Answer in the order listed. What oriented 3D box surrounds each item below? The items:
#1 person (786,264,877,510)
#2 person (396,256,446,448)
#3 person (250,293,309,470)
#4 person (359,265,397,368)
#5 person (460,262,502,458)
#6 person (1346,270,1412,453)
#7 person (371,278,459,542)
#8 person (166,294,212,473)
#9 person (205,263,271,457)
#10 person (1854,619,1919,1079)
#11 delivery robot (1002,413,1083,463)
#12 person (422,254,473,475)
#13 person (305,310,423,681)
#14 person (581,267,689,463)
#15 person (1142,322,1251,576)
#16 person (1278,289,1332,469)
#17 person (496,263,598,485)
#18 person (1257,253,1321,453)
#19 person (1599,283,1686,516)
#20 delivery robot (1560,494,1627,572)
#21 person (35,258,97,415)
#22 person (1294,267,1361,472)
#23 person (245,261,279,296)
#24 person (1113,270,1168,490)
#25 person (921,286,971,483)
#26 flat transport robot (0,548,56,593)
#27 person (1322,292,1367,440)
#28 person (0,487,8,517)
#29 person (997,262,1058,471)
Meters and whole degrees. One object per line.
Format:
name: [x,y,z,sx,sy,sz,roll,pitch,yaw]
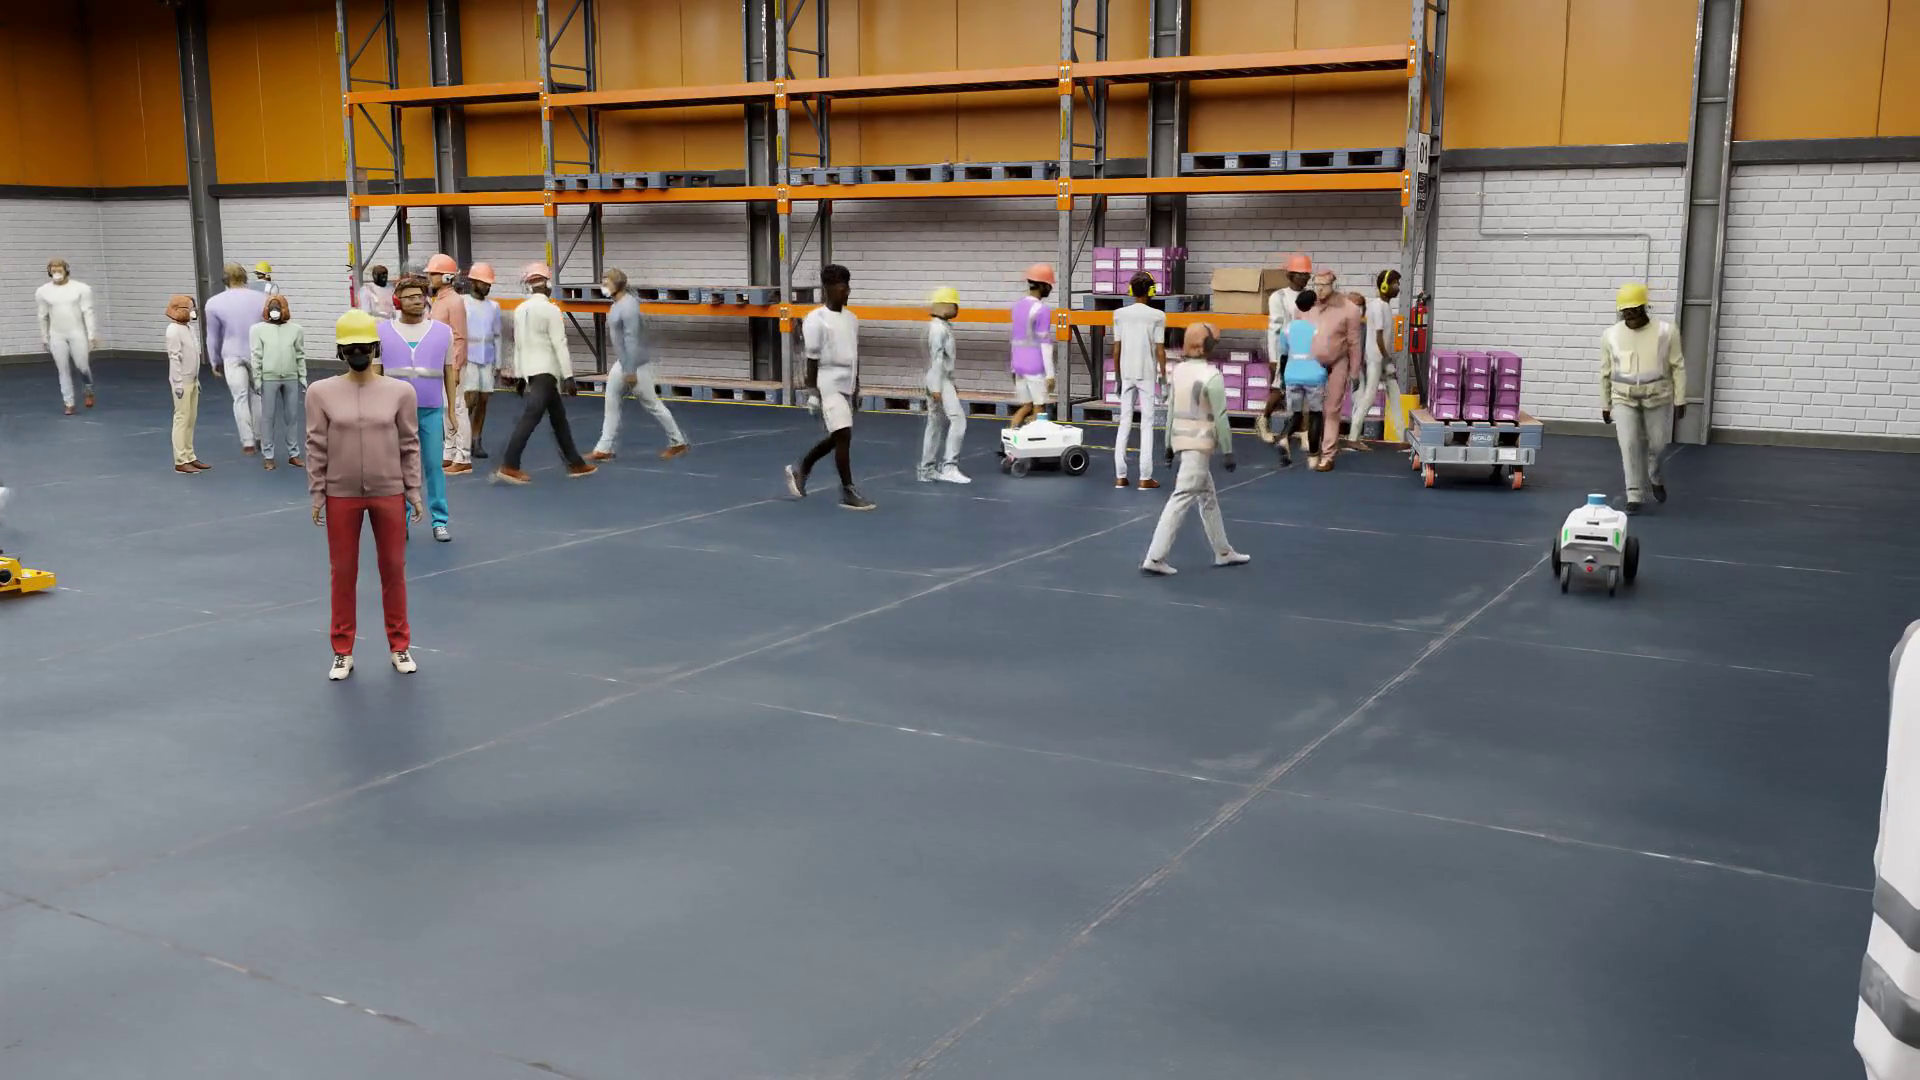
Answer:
person: [-1.046,-1.220,13.213,0.876,1.940,0.607,6,12,31]
person: [-5.559,-1.926,16.899,1.018,2.000,0.760,-2,10,-9]
person: [-6.341,-1.479,15.521,0.500,1.632,0.286,-8,13,-39]
person: [-8.417,-3.076,24.090,0.910,1.809,0.635,7,12,36]
person: [-4.695,-1.744,16.224,0.425,1.912,0.579,9,13,41]
person: [4.278,-1.766,16.602,0.844,1.832,0.529,5,11,28]
person: [-3.808,-0.896,11.621,0.569,1.843,0.378,-4,11,-20]
person: [-7.099,-1.434,15.266,0.266,1.631,0.507,-1,10,-6]
person: [-7.184,-1.807,16.639,0.641,1.891,0.985,-5,11,-28]
person: [1.400,0.744,2.227,0.355,1.883,0.574,2,10,9]
delivery robot: [0.743,-0.907,15.071,0.707,0.478,0.477,-4,11,-20]
person: [-4.665,-1.592,15.133,0.375,1.997,0.612,-7,12,-35]
person: [-2.848,-0.214,7.982,0.523,1.769,0.315,-4,11,-21]
person: [-3.117,-1.679,15.993,1.054,1.878,0.652,-5,11,-26]
person: [1.496,-0.574,10.504,0.855,1.592,0.533,-4,11,-23]
person: [3.172,-1.470,15.374,0.548,1.675,0.524,7,12,36]
person: [-3.701,-1.468,14.649,1.042,1.930,0.656,-9,14,-43]
person: [3.371,-1.916,16.952,0.619,2.011,0.962,-4,11,-21]
person: [5.313,-1.101,12.969,0.644,1.788,0.715,5,11,27]
delivery robot: [3.872,-0.037,10.145,0.477,0.478,0.707,5,11,24]
person: [-11.011,-2.510,20.539,0.654,1.925,0.548,-3,10,-14]
person: [3.415,-1.594,15.473,0.688,1.878,0.655,6,12,31]
person: [-10.830,-3.429,25.995,0.588,1.835,0.403,3,10,14]
person: [1.540,-1.354,14.194,0.509,1.856,0.332,6,12,31]
person: [-0.098,-1.351,14.549,0.564,1.724,0.491,0,10,-2]
flat transport robot: [-6.062,0.262,9.518,0.652,0.197,1.431,6,12,29]
person: [3.890,-1.715,16.931,0.530,1.613,0.659,-6,12,-30]
person: [-7.282,-0.949,11.796,0.700,1.900,0.602,-2,10,-10]
person: [0.662,-1.587,15.304,0.497,1.921,0.605,-6,12,-30]
